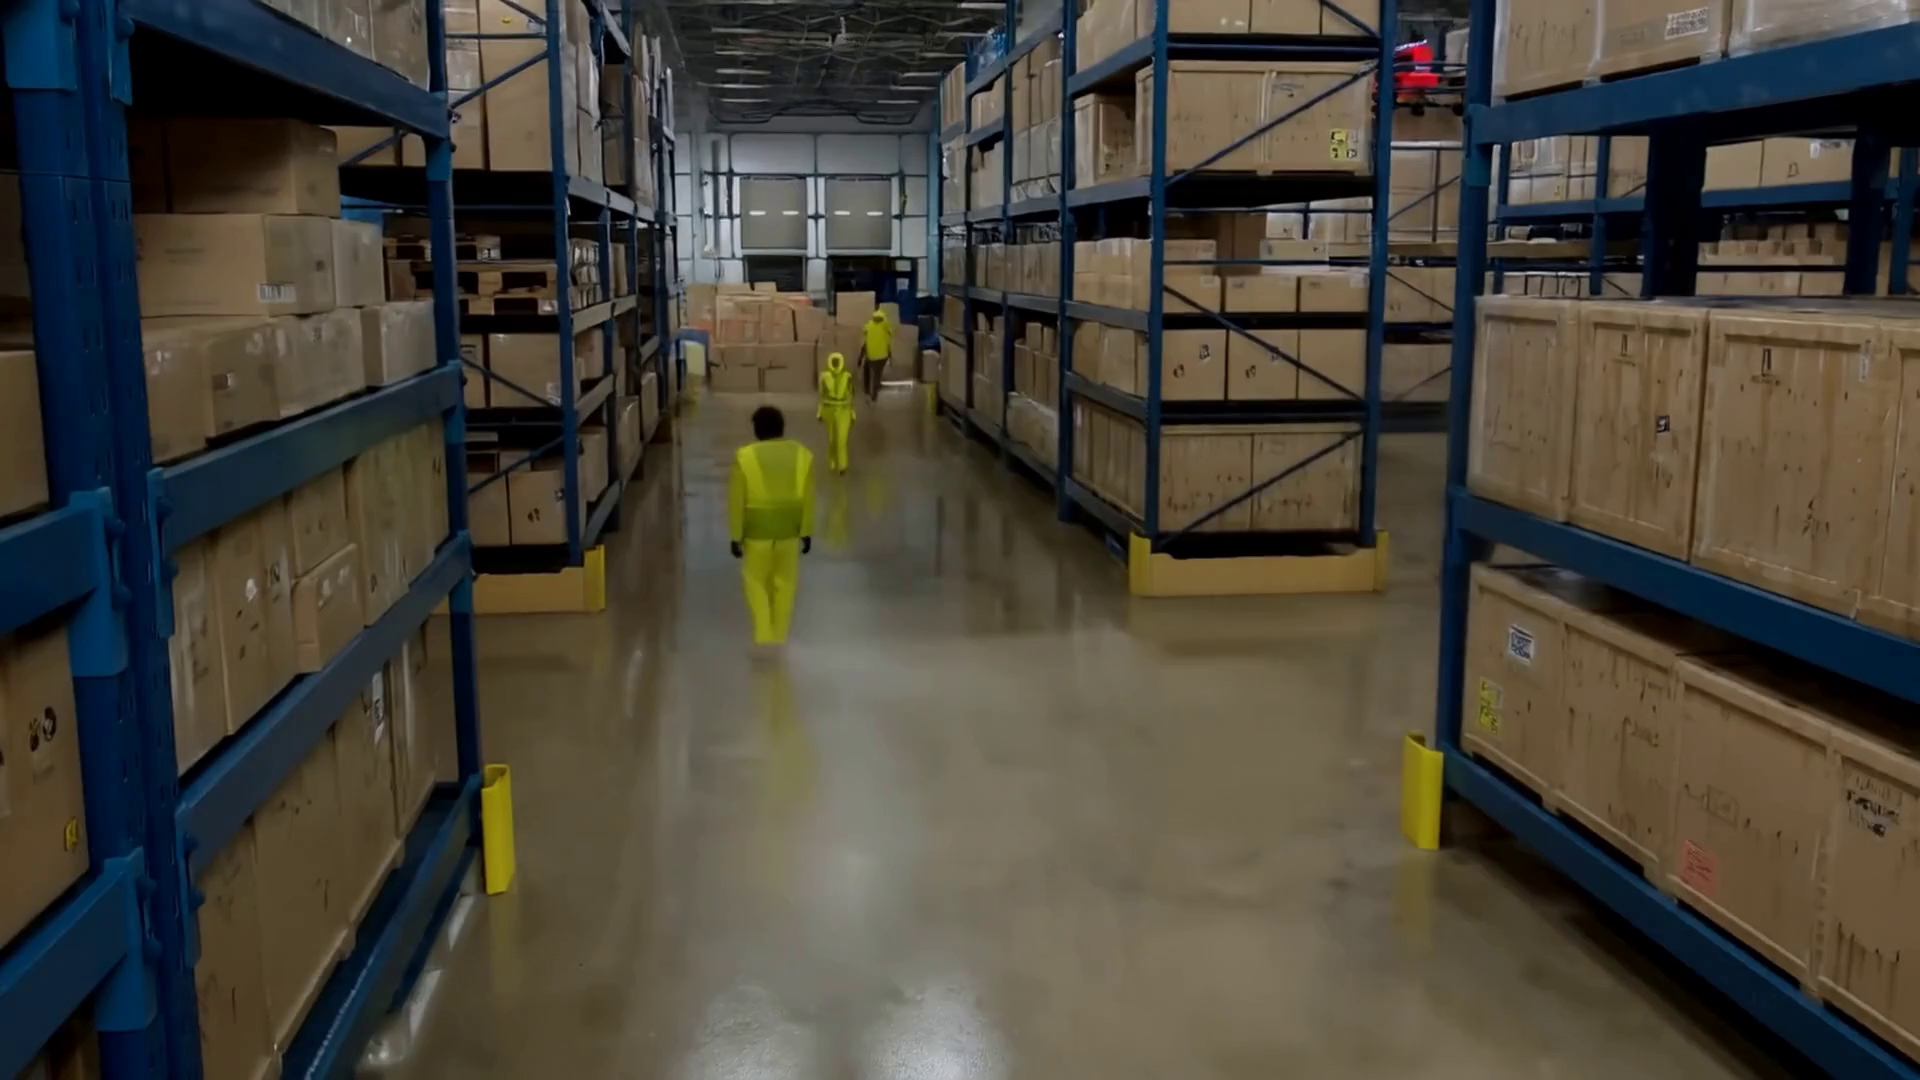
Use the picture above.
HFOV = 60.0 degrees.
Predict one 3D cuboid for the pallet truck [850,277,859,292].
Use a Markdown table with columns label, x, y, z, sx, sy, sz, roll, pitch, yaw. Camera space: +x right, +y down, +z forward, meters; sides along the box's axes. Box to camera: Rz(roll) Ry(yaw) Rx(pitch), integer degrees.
| label | x | y | z | sx | sy | sz | roll | pitch | yaw |
| --- | --- | --- | --- | --- | --- | --- | --- | --- | --- |
| pallet truck | -3.782 | -9.391 | 65.808 | 1.885 | 1.965 | 0.823 | 2 | 10 | 10 |

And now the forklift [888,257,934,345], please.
| label | x | y | z | sx | sy | sz | roll | pitch | yaw |
| --- | --- | --- | --- | --- | --- | --- | --- | --- | --- |
| forklift | -1.675 | -7.028 | 49.481 | 1.129 | 2.768 | 1.873 | 7 | 12 | 34 |

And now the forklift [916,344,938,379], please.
| label | x | y | z | sx | sy | sz | roll | pitch | yaw |
| --- | --- | --- | --- | --- | --- | --- | --- | --- | --- |
| forklift | 0.127 | -4.249 | 33.303 | 1.873 | 2.768 | 1.129 | -6 | 11 | -31 |

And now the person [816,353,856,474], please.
| label | x | y | z | sx | sy | sz | roll | pitch | yaw |
| --- | --- | --- | --- | --- | --- | --- | --- | --- | --- |
| person | -1.634 | -1.671 | 22.036 | 0.522 | 1.592 | 0.877 | -1 | 10 | -4 |

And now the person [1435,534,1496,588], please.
| label | x | y | z | sx | sy | sz | roll | pitch | yaw |
| --- | --- | --- | --- | --- | --- | --- | --- | --- | --- |
| person | 4.247 | -0.376 | 13.584 | 0.487 | 1.906 | 0.620 | -1 | 10 | -7 |

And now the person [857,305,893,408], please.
| label | x | y | z | sx | sy | sz | roll | pitch | yaw |
| --- | --- | --- | --- | --- | --- | --- | --- | --- | --- |
| person | -1.597 | -3.473 | 31.479 | 0.691 | 1.949 | 0.636 | 0 | 10 | 1 |

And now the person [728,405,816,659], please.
| label | x | y | z | sx | sy | sz | roll | pitch | yaw |
| --- | --- | --- | --- | --- | --- | --- | --- | --- | --- |
| person | -1.346 | -0.046 | 11.893 | 0.636 | 1.830 | 0.452 | -4 | 11 | -23 |
